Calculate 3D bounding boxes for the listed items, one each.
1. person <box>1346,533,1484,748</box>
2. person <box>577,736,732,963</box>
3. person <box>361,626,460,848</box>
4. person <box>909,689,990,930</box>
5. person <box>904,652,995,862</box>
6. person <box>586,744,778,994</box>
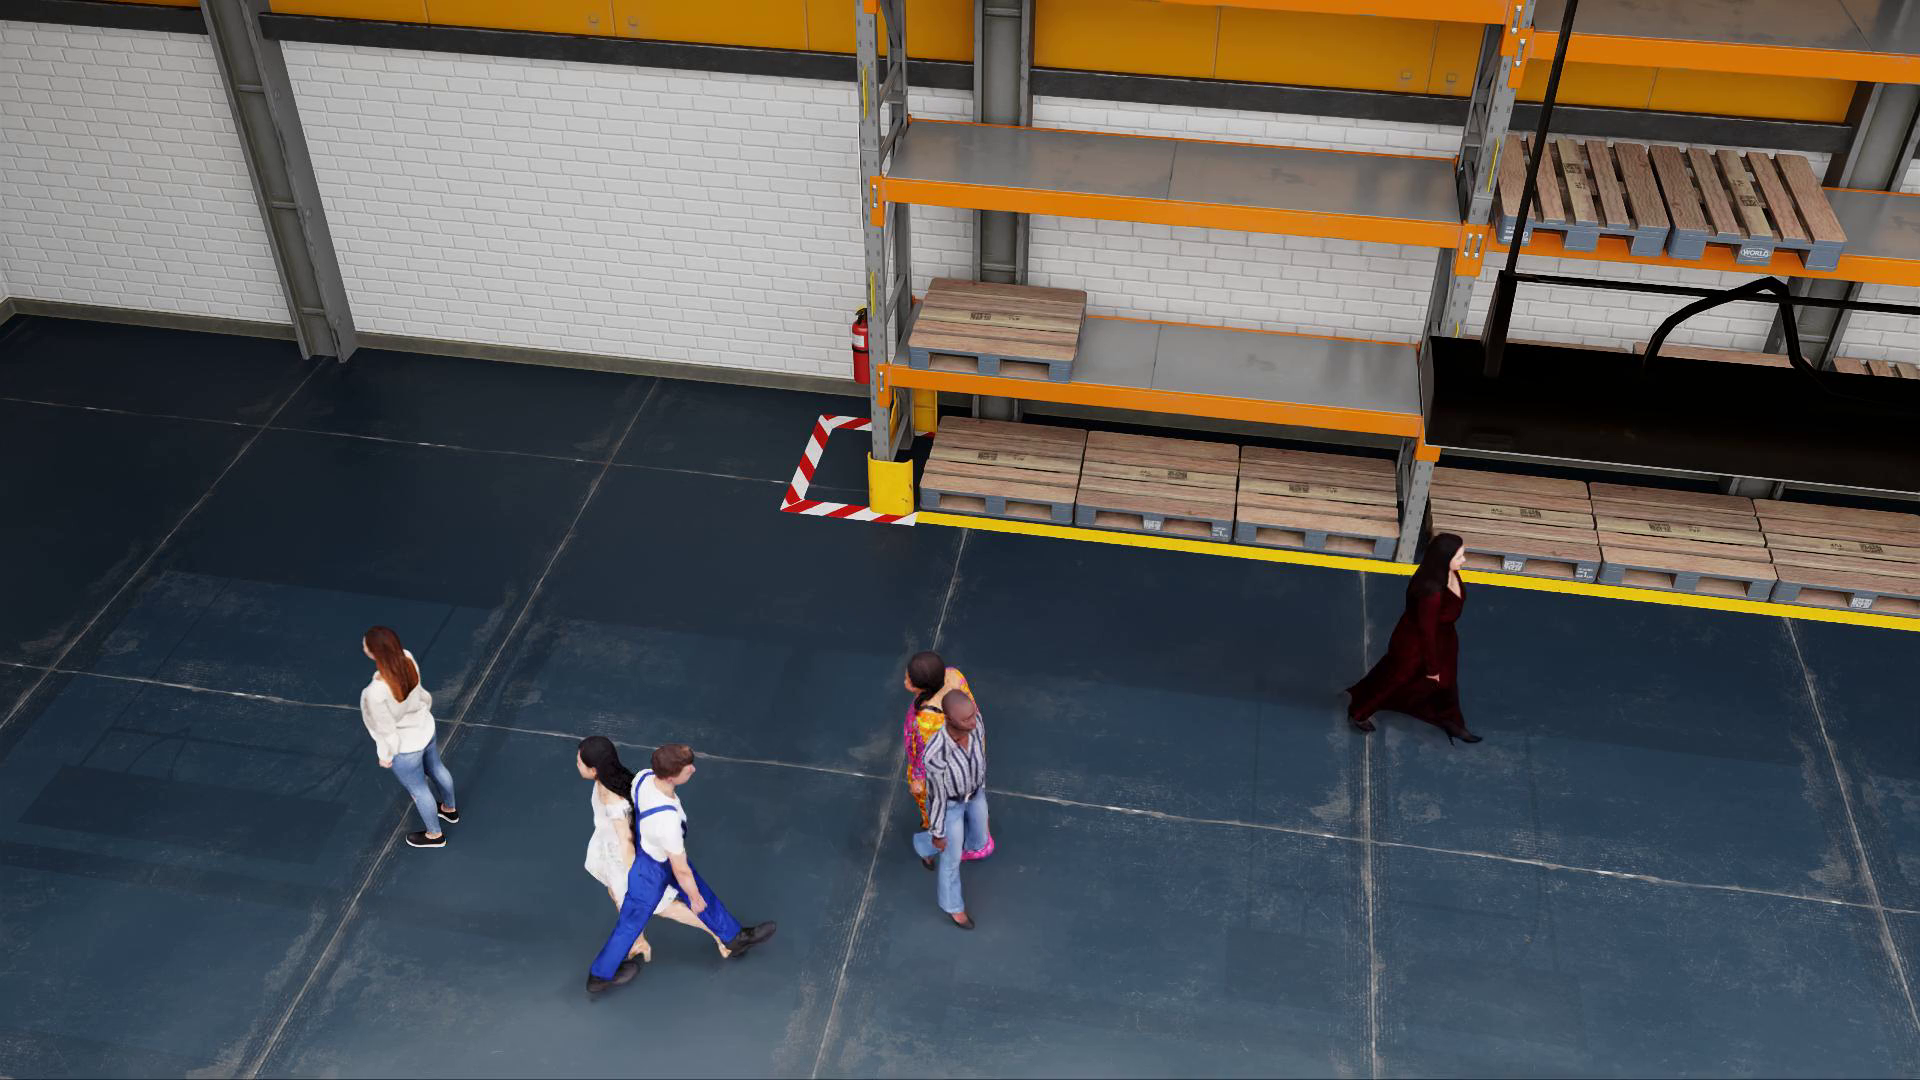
[{"bbox_3d":[2.817,0.645,10.508,1.217,1.702,0.890,17,42,20],"label":"person"},{"bbox_3d":[-1.735,1.734,9.113,1.081,1.742,0.939,-14,41,-17],"label":"person"},{"bbox_3d":[-3.269,1.161,9.871,0.576,1.691,0.636,10,40,13],"label":"person"},{"bbox_3d":[-0.104,1.477,9.403,0.918,1.782,0.832,28,46,30],"label":"person"},{"bbox_3d":[-0.045,1.259,9.787,0.757,1.643,0.643,12,40,15],"label":"person"},{"bbox_3d":[-1.733,1.820,8.983,1.389,1.768,1.106,-16,41,-19],"label":"person"}]
